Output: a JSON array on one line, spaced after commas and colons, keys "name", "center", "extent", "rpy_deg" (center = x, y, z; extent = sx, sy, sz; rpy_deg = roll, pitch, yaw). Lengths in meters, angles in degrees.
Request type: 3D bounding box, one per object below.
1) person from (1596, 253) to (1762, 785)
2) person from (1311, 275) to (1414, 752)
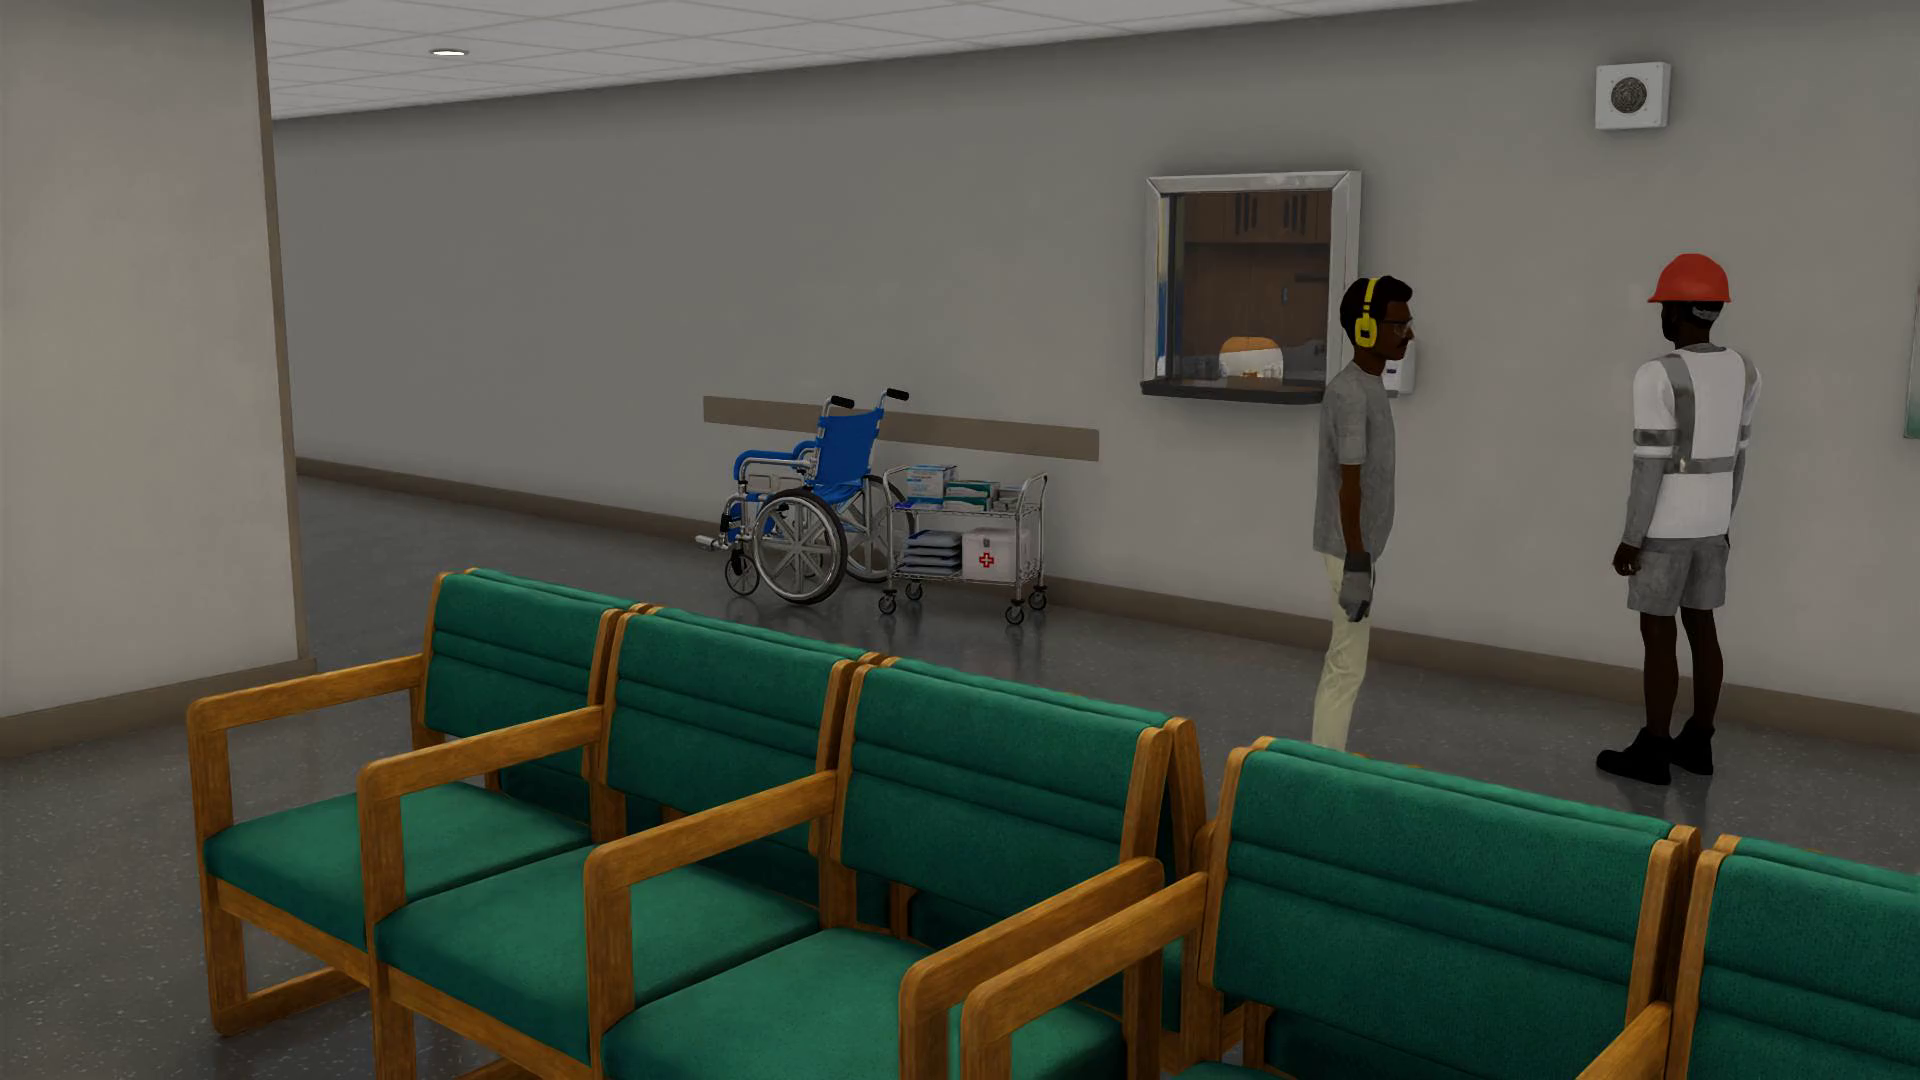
[{"name": "person", "center": [2.626, -0.069, 6.102], "extent": [0.544, 1.939, 0.354], "rpy_deg": [-5, 11, -26]}, {"name": "person", "center": [1.343, 0.057, 5.582], "extent": [0.311, 1.869, 0.533], "rpy_deg": [3, 10, 14]}]
